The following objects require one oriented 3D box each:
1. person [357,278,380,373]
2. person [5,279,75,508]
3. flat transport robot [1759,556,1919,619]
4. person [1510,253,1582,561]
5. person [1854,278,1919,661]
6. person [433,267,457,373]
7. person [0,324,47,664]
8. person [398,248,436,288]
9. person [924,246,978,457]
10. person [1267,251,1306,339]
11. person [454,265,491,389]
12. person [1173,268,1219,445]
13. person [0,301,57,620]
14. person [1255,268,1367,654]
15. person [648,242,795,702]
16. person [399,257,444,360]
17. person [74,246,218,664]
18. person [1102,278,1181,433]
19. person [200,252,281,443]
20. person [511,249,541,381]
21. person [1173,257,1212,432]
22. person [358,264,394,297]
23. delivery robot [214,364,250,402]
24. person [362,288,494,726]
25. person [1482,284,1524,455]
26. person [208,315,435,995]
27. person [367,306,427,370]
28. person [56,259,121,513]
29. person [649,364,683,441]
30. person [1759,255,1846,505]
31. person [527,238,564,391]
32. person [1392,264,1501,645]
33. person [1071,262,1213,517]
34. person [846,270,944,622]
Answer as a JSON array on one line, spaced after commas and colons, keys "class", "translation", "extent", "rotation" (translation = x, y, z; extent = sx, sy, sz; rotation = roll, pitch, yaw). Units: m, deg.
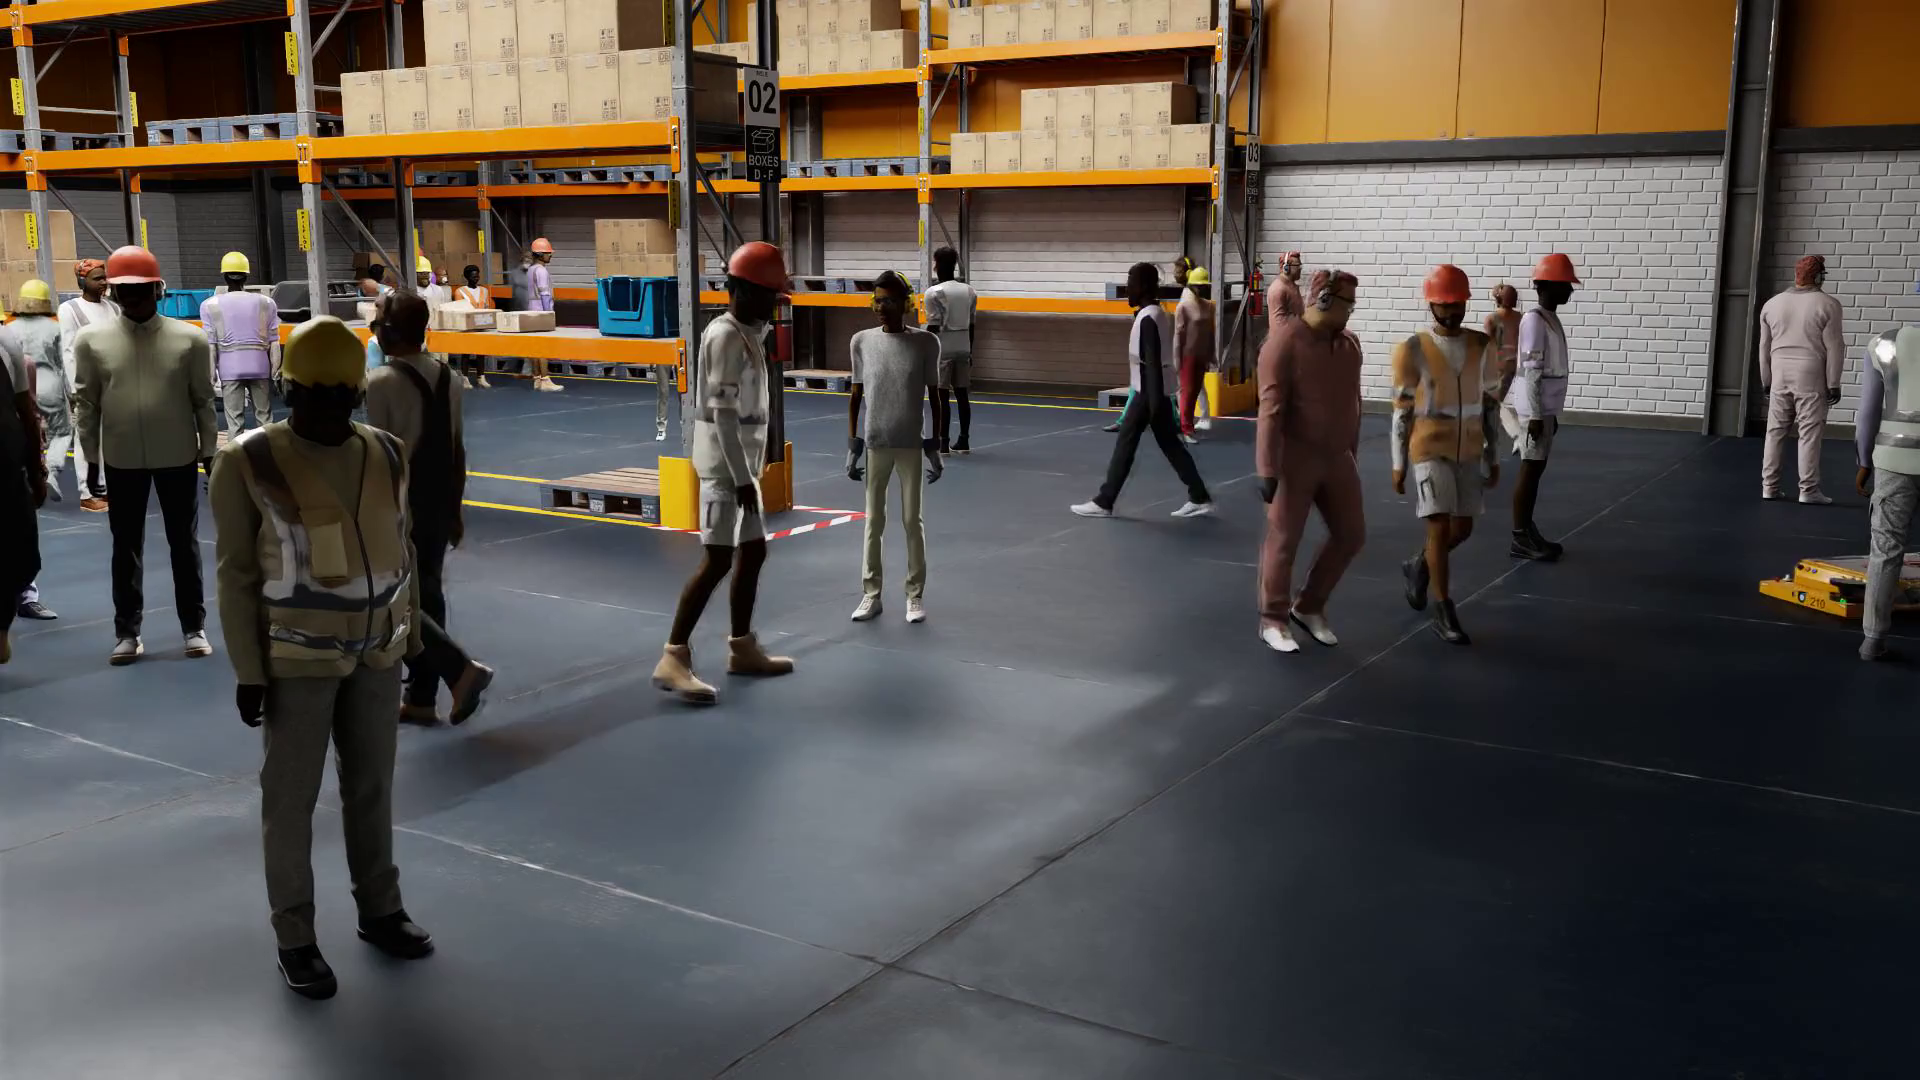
[{"class": "person", "translation": [-6.289, -1.997, 17.851], "extent": [0.511, 1.623, 0.667], "rotation": [-8, 13, -39]}, {"class": "person", "translation": [-6.953, -1.095, 12.544], "extent": [0.536, 1.724, 0.407], "rotation": [-3, 11, -17]}, {"class": "flat transport robot", "translation": [5.277, 0.237, 9.224], "extent": [1.431, 0.197, 0.652], "rotation": [-3, 11, -14]}, {"class": "person", "translation": [3.716, -0.844, 10.590], "extent": [0.356, 1.939, 0.542], "rotation": [5, 12, 27]}, {"class": "person", "translation": [4.583, -0.360, 7.889], "extent": [0.615, 1.945, 0.394], "rotation": [8, 13, 36]}, {"class": "person", "translation": [-7.794, -3.285, 24.989], "extent": [0.284, 1.626, 0.492], "rotation": [4, 11, 23]}, {"class": "person", "translation": [-4.404, -0.296, 7.270], "extent": [0.686, 2.000, 0.716], "rotation": [9, 14, 42]}, {"class": "person", "translation": [-7.837, -3.279, 24.081], "extent": [0.543, 1.939, 0.360], "rotation": [-4, 11, -22]}, {"class": "person", "translation": [-0.110, -1.763, 15.607], "extent": [0.602, 1.967, 0.368], "rotation": [-9, 14, -41]}, {"class": "person", "translation": [3.315, -1.955, 16.838], "extent": [0.408, 1.909, 0.638], "rotation": [4, 11, 19]}, {"class": "person", "translation": [-6.630, -2.898, 22.671], "extent": [0.320, 1.691, 0.537], "rotation": [9, 14, 41]}, {"class": "person", "translation": [2.354, -1.832, 16.652], "extent": [0.537, 1.745, 0.529], "rotation": [-8, 13, -39]}, {"class": "person", "translation": [-5.044, -0.417, 8.704], "extent": [0.308, 1.769, 0.525], "rotation": [6, 12, 31]}, {"class": "person", "translation": [1.741, -0.380, 8.165], "extent": [0.693, 1.881, 0.479], "rotation": [-6, 12, -29]}, {"class": "person", "translation": [-1.051, -0.306, 7.424], "extent": [0.620, 2.012, 0.841], "rotation": [1, 10, 4]}, {"class": "person", "translation": [-6.208, -2.360, 19.283], "extent": [0.403, 1.830, 0.598], "rotation": [10, 14, 43]}, {"class": "person", "translation": [-3.891, -0.405, 8.000], "extent": [0.612, 1.994, 0.395], "rotation": [-4, 11, -22]}, {"class": "person", "translation": [1.950, -1.960, 17.374], "extent": [0.820, 1.720, 0.533], "rotation": [-1, 10, -3]}, {"class": "person", "translation": [-5.772, -1.344, 13.395], "extent": [0.585, 1.927, 0.366], "rotation": [-6, 12, -32]}, {"class": "person", "translation": [-6.192, -3.192, 23.754], "extent": [0.792, 1.902, 0.380], "rotation": [7, 13, 36]}, {"class": "person", "translation": [2.403, -2.063, 17.640], "extent": [0.601, 1.842, 0.630], "rotation": [1, 10, 4]}, {"class": "person", "translation": [-8.055, -2.972, 23.049], "extent": [0.537, 1.695, 0.321], "rotation": [0, 10, -1]}, {"class": "delivery robot", "translation": [-8.764, -1.839, 19.679], "extent": [0.707, 0.478, 0.477], "rotation": [-4, 11, -20]}, {"class": "person", "translation": [-2.191, -0.105, 6.794], "extent": [0.585, 1.834, 0.535], "rotation": [5, 11, 25]}, {"class": "person", "translation": [5.177, -1.625, 15.804], "extent": [0.526, 1.611, 0.764], "rotation": [-5, 12, -27]}, {"class": "person", "translation": [-1.715, 0.302, 4.563], "extent": [0.403, 1.823, 0.586], "rotation": [8, 13, 38]}, {"class": "person", "translation": [-3.980, -0.920, 11.838], "extent": [0.315, 1.641, 0.515], "rotation": [6, 12, 29]}, {"class": "person", "translation": [-6.459, -1.155, 12.469], "extent": [0.362, 1.883, 0.575], "rotation": [2, 11, 13]}, {"class": "person", "translation": [-2.902, -1.818, 16.823], "extent": [0.498, 1.636, 0.286], "rotation": [-2, 10, -13]}, {"class": "person", "translation": [6.483, -1.227, 12.799], "extent": [0.406, 1.911, 0.638], "rotation": [-7, 12, -34]}, {"class": "person", "translation": [-5.590, -3.016, 22.335], "extent": [0.372, 2.044, 0.607], "rotation": [-6, 12, -30]}, {"class": "person", "translation": [2.492, -0.469, 8.606], "extent": [0.555, 1.912, 0.827], "rotation": [-2, 10, -9]}, {"class": "person", "translation": [1.376, -1.080, 12.107], "extent": [1.029, 1.866, 0.616], "rotation": [2, 10, 12]}, {"class": "person", "translation": [-0.346, -0.487, 8.816], "extent": [0.530, 1.864, 0.313], "rotation": [1, 10, 8]}]
